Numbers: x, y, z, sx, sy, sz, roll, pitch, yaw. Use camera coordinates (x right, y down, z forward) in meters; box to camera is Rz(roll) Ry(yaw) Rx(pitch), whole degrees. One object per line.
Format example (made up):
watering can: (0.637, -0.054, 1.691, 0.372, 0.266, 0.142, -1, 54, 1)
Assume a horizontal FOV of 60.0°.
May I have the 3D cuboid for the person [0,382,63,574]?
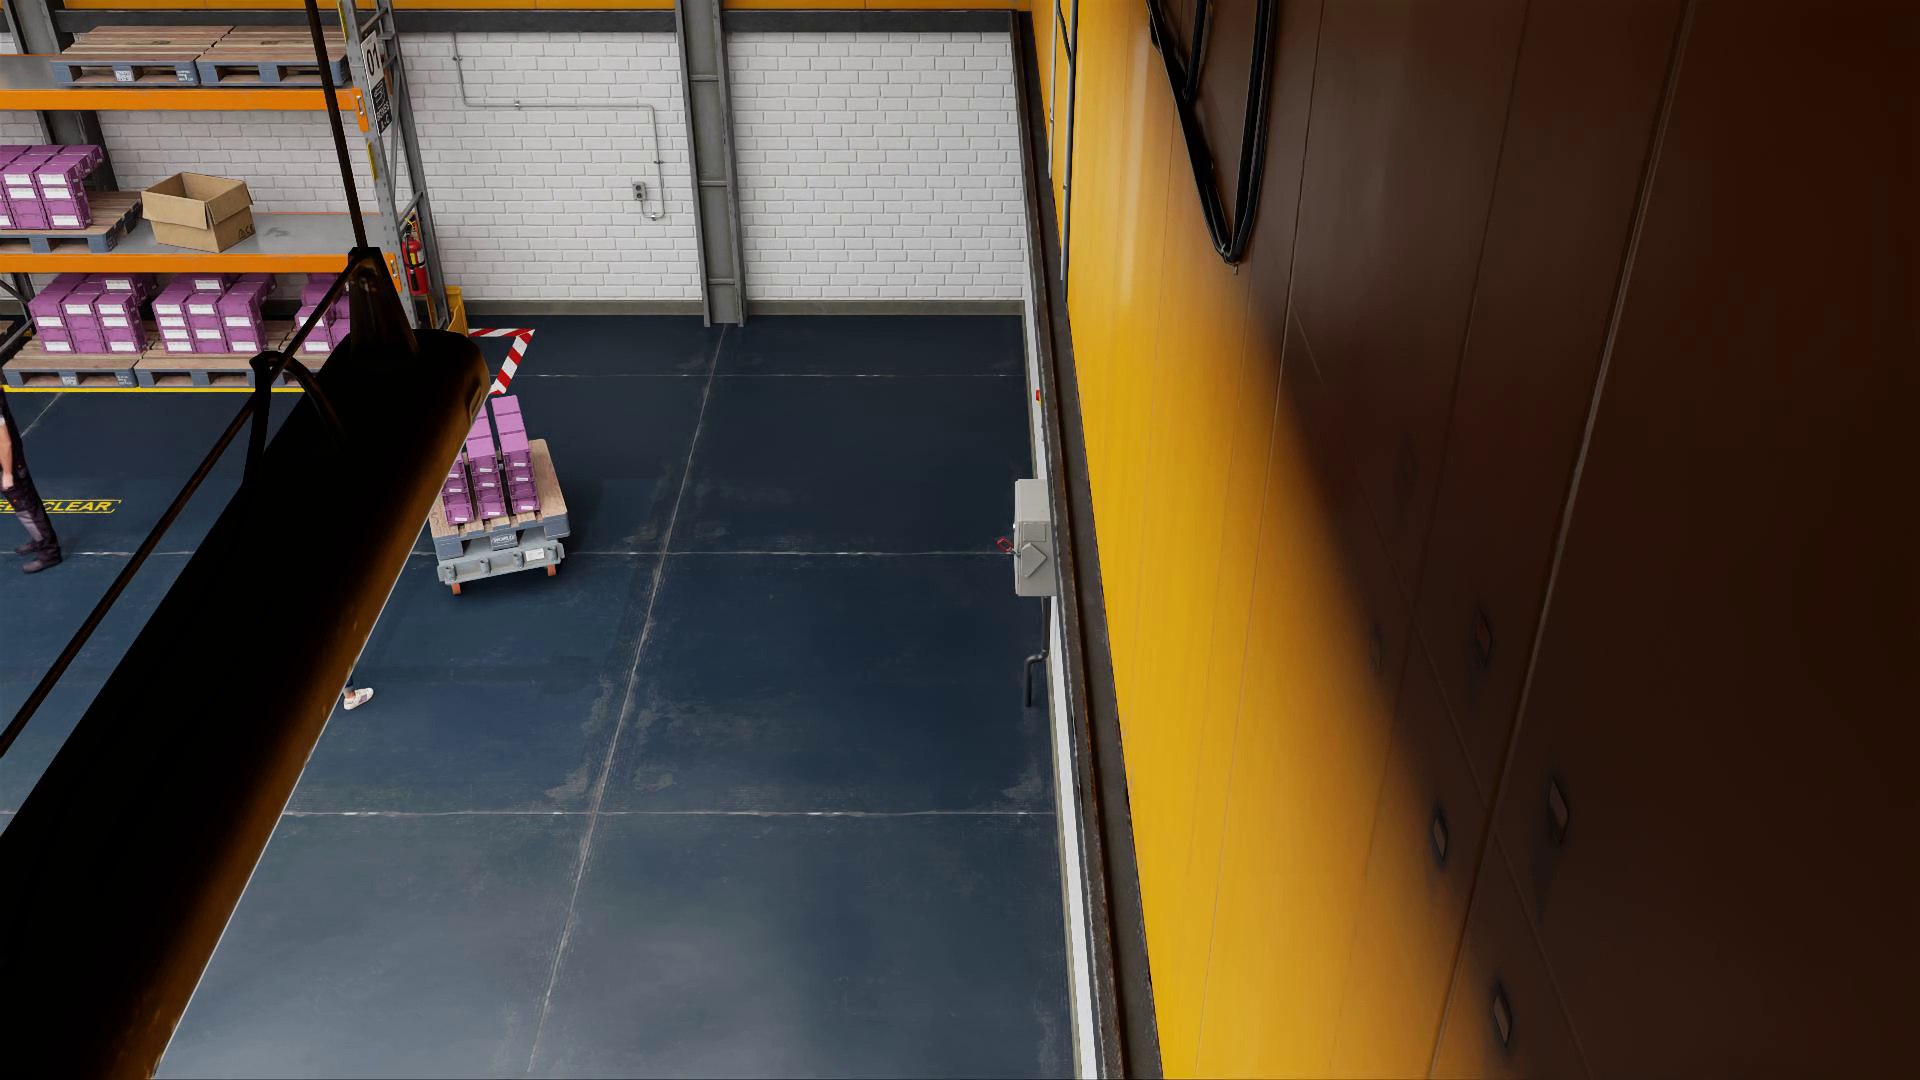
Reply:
person: (-7.248, -0.624, 12.654, 0.752, 1.847, 0.744, -19, 38, -26)
